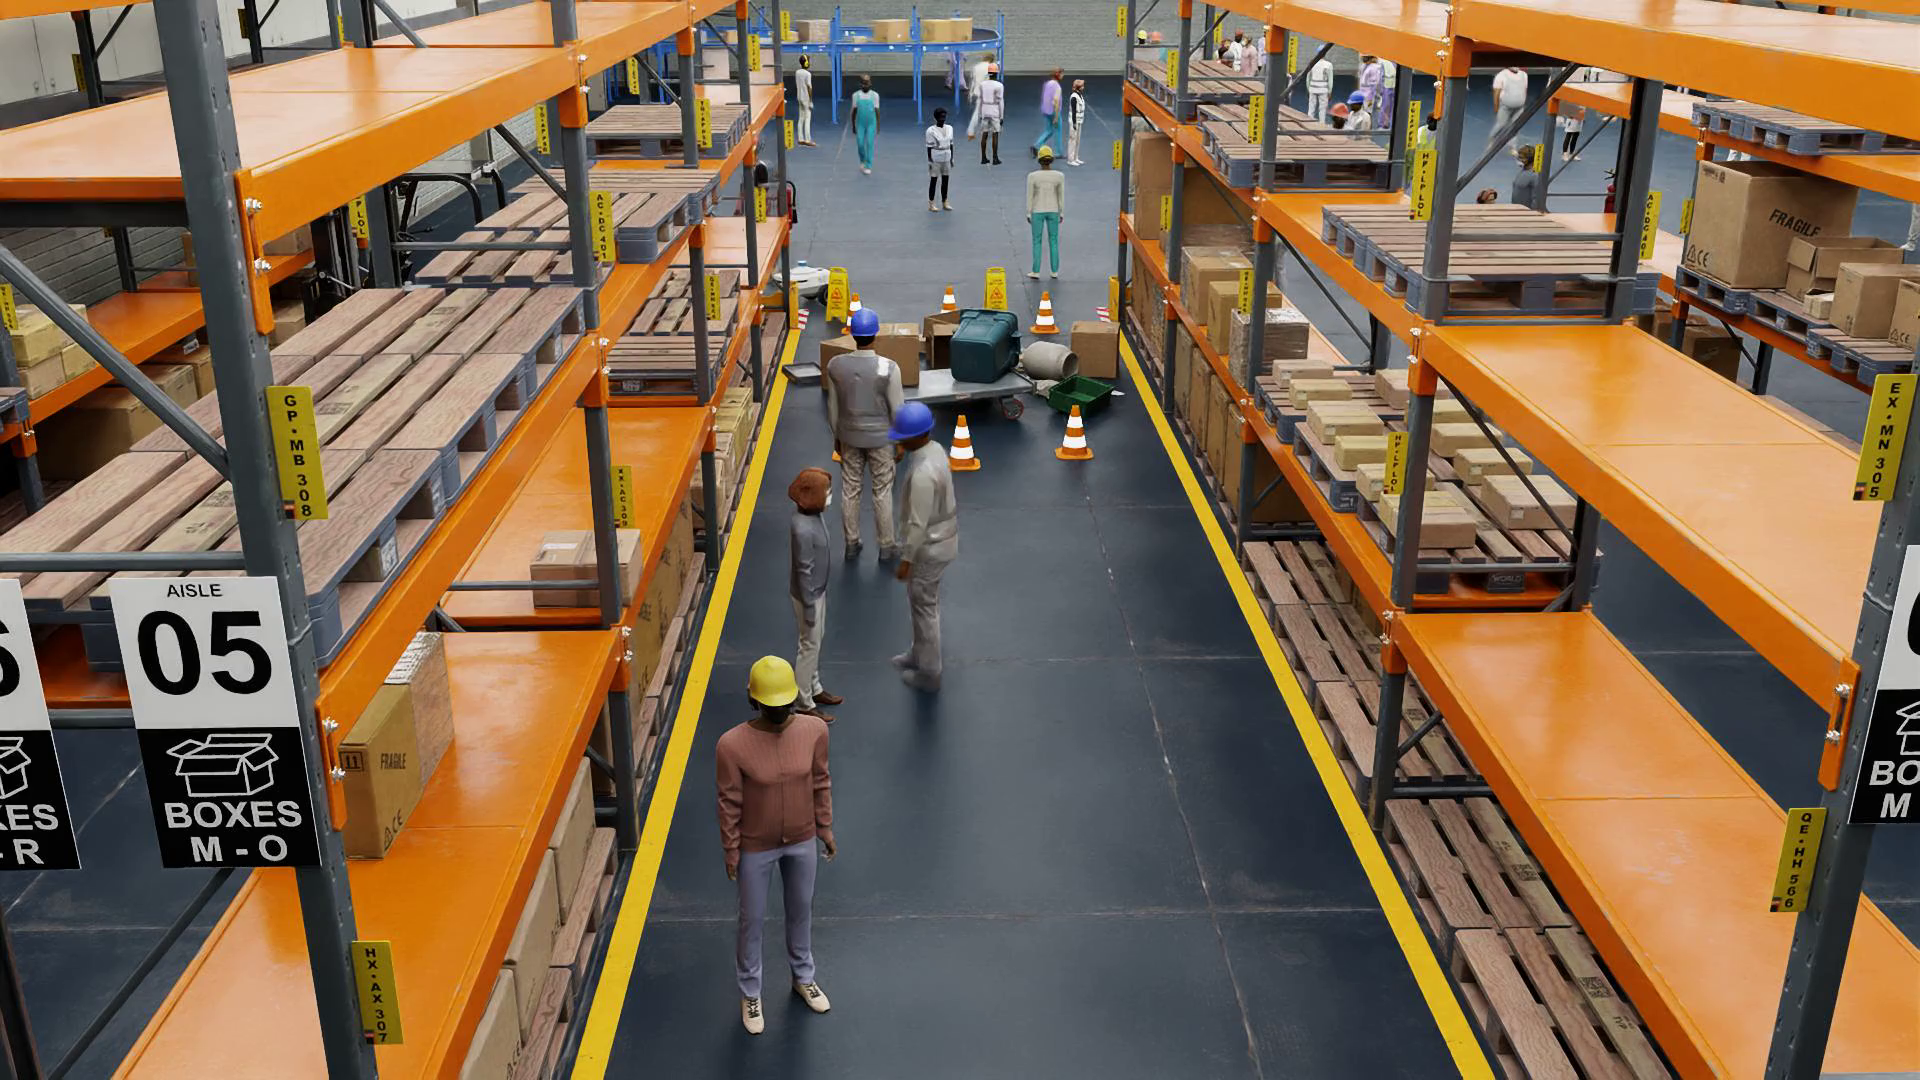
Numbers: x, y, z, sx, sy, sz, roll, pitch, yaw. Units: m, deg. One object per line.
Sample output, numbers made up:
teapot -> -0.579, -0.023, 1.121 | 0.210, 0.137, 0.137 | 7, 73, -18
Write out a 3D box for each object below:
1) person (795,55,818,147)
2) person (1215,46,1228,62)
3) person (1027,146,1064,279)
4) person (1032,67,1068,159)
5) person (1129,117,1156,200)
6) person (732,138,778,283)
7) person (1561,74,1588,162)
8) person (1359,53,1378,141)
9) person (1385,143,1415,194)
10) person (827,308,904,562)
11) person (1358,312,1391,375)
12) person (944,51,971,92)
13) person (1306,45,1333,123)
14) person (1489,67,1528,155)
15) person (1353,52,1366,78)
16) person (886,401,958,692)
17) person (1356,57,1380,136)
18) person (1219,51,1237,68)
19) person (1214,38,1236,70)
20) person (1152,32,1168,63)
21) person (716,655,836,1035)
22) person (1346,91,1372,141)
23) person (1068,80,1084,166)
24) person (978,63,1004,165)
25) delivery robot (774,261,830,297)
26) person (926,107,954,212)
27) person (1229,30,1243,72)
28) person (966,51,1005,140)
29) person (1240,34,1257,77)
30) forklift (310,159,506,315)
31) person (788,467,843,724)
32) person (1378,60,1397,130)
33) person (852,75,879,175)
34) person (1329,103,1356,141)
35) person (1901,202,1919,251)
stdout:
person -> -3.269, -9.256, 35.056 | 0.332, 1.872, 0.514 | -17, 27, -38
person -> 5.699, -9.921, 36.770 | 0.398, 1.907, 0.598 | -4, 21, -12
person -> 1.146, -4.409, 22.401 | 0.524, 1.761, 0.345 | -4, 21, -10
person -> 1.821, -8.495, 33.125 | 0.700, 1.811, 0.586 | -10, 23, -24
person -> 3.095, -6.675, 28.433 | 0.490, 1.729, 0.324 | 6, 21, 15
person -> -2.769, -4.341, 21.873 | 0.819, 2.008, 0.620 | -6, 22, -16
person -> 12.185, -8.339, 32.874 | 0.540, 1.695, 0.317 | -15, 25, -34
person -> 8.583, -9.396, 35.195 | 0.394, 2.038, 0.605 | -3, 21, -7
person -> 6.716, -5.555, 25.602 | 0.507, 1.631, 0.266 | 17, 27, 38
person -> -0.698, -0.782, 12.546 | 0.605, 1.951, 0.381 | 6, 22, 17
person -> 4.442, -2.616, 17.657 | 0.329, 1.764, 0.524 | -2, 21, -6
person -> -0.092, -13.357, 45.914 | 0.971, 1.866, 0.654 | 13, 24, 31
person -> 7.903, -9.876, 36.582 | 0.605, 1.951, 0.384 | 14, 25, 32
person -> 11.192, -8.891, 33.854 | 0.697, 2.000, 0.691 | -3, 21, -8
person -> 11.982, -14.653, 49.484 | 0.328, 1.752, 0.563 | -4, 21, -11
person -> -0.230, 0.027, 10.455 | 0.435, 1.924, 0.625 | 1, 21, 3
person -> 8.999, -9.805, 36.603 | 0.535, 1.809, 0.927 | -14, 25, -33
person -> 5.465, -8.981, 34.092 | 0.536, 2.000, 0.688 | -6, 22, -16
person -> 6.404, -11.246, 40.370 | 0.573, 1.836, 0.404 | -8, 22, -20
person -> 4.743, -11.283, 40.265 | 0.648, 1.974, 0.470 | -5, 21, -12
person -> -0.791, 1.313, 7.264 | 0.523, 1.769, 0.314 | -10, 23, -25
person -> 6.539, -6.434, 27.511 | 0.423, 1.937, 0.614 | -6, 22, -17
person -> 2.270, -8.147, 32.465 | 0.313, 1.632, 0.520 | 7, 22, 17
person -> 0.622, -8.323, 32.509 | 0.544, 1.930, 0.388 | 11, 23, 27
delivery robot -> -1.980, -3.262, 20.912 | 0.707, 0.478, 0.477 | -15, 25, -34
person -> -0.330, -6.273, 27.425 | 0.530, 1.689, 0.321 | -15, 25, -34
person -> 6.981, -11.946, 42.143 | 0.355, 1.887, 0.573 | 12, 24, 30
person -> 0.532, -9.623, 36.057 | 1.083, 1.855, 0.650 | -13, 25, -31
person -> 6.917, -11.204, 40.109 | 0.352, 1.937, 0.635 | -6, 22, -16
forklift -> -5.622, -2.910, 17.832 | 2.313, 2.155, 1.214 | -1, 21, -1
person -> -0.889, 0.327, 10.071 | 0.287, 1.626, 0.508 | 1, 21, 2
person -> 9.611, -10.052, 37.100 | 0.587, 1.914, 0.391 | -4, 21, -11
person -> -1.773, -7.794, 31.253 | 0.525, 1.825, 0.457 | 0, 21, 1
person -> 5.737, -5.707, 25.535 | 0.619, 1.988, 1.082 | -4, 21, -11
person -> 14.111, -5.092, 24.244 | 0.484, 1.735, 0.330 | 0, 21, 1
